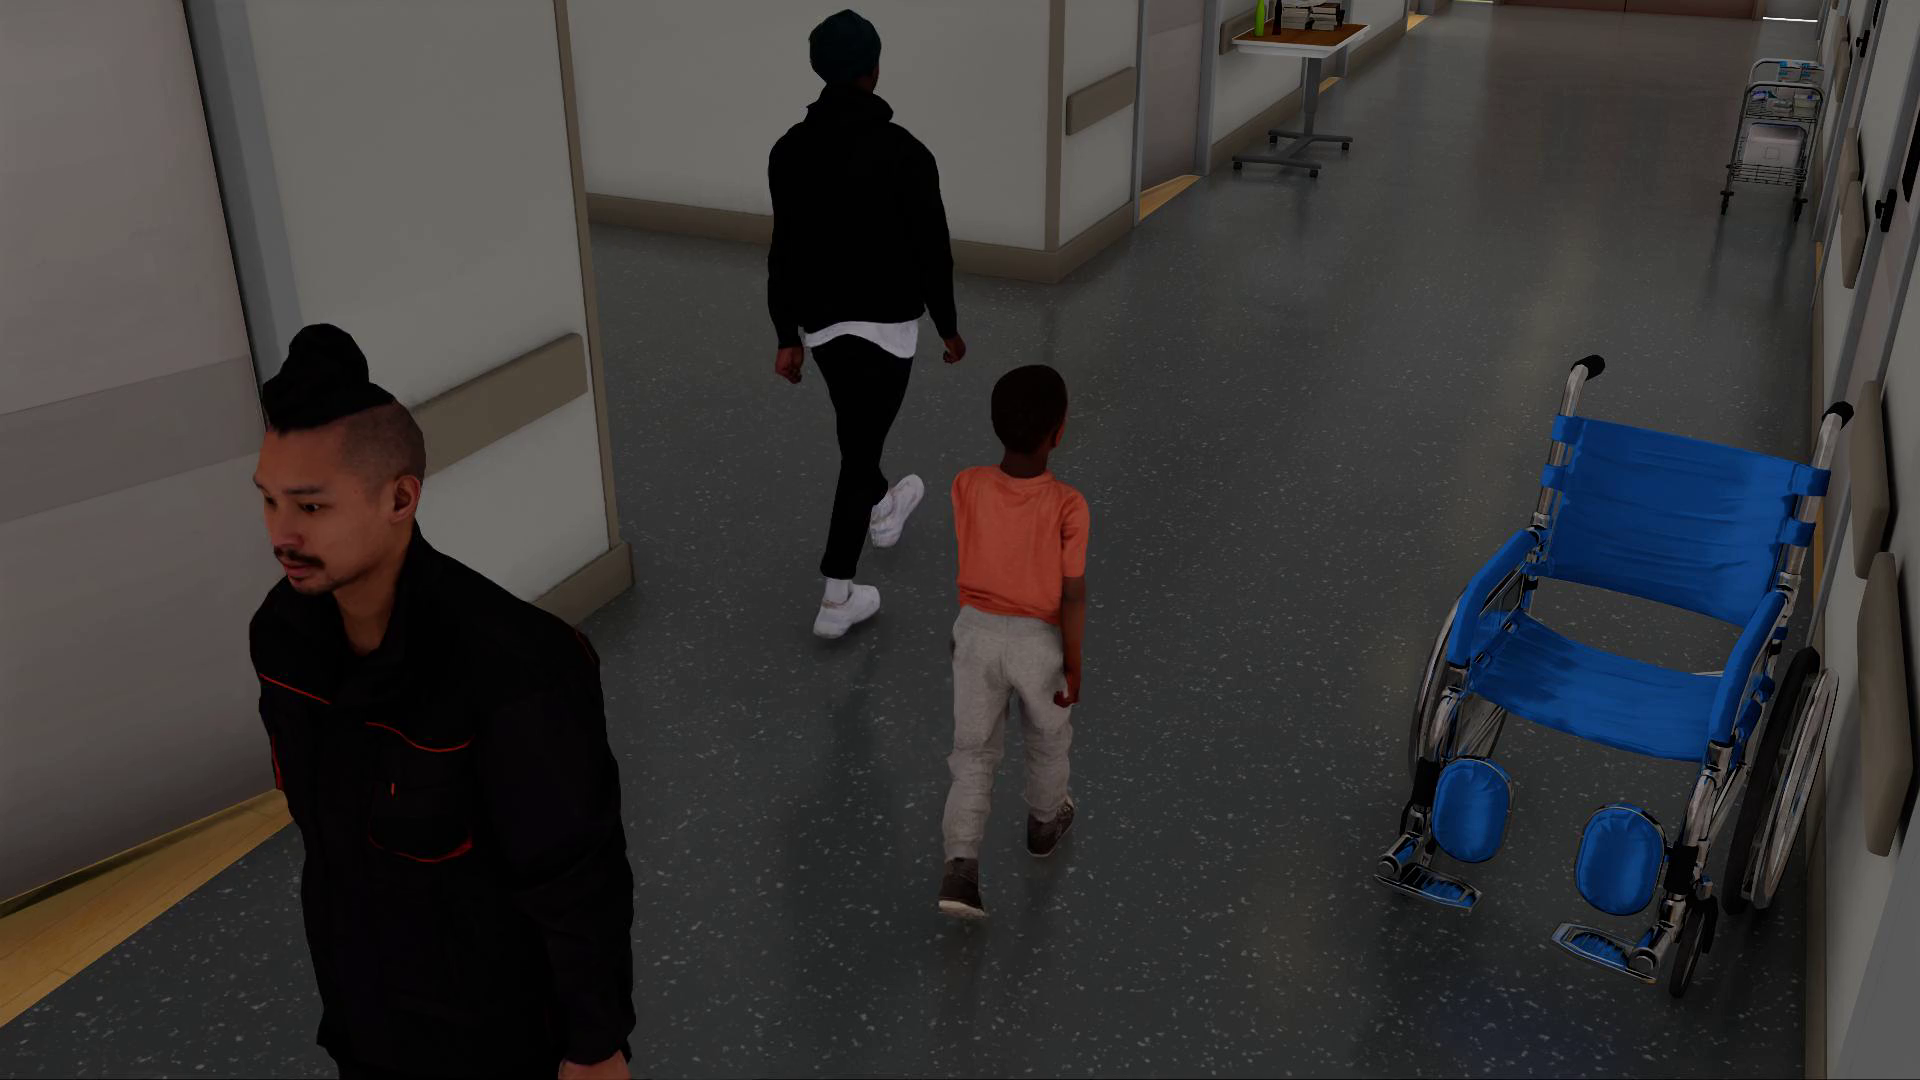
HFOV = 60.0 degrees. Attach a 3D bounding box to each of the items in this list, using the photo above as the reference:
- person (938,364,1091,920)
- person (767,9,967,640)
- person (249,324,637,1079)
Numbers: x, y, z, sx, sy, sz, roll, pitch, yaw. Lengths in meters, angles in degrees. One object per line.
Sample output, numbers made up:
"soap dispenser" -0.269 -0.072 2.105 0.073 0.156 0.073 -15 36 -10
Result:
"person" 0.092 0.251 3.683 0.541 1.300 0.882 8 27 16
"person" -0.335 -0.566 4.827 0.694 1.779 1.122 13 29 25
"person" -0.650 0.569 2.403 0.745 1.839 1.054 11 28 22
